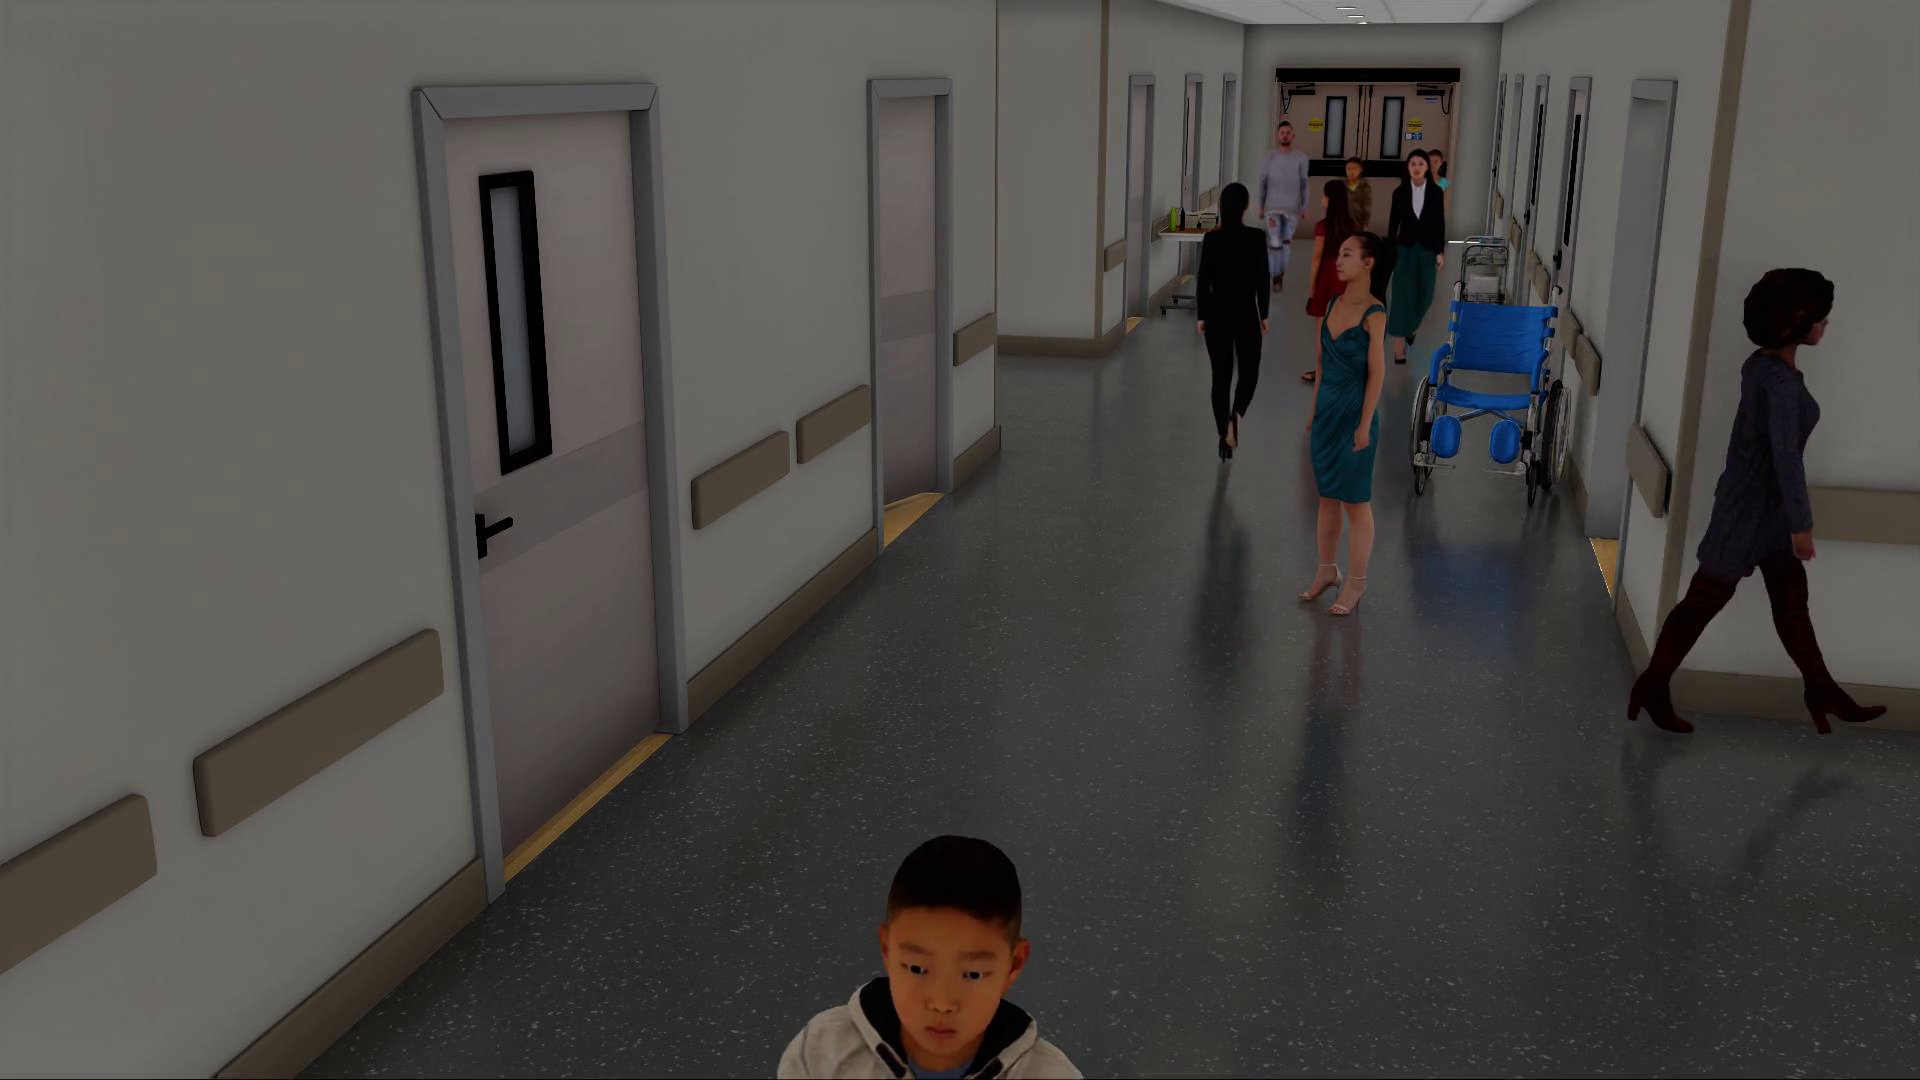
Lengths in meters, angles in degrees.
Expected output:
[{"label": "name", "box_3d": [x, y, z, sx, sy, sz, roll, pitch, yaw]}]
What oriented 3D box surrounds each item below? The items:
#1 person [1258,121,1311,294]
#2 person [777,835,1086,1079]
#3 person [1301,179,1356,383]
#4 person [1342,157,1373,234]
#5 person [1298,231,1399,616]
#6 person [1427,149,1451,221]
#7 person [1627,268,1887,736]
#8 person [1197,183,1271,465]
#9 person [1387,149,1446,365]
[{"label": "person", "box_3d": [3.493, -3.567, 17.980, 0.785, 1.792, 1.150, 2, 16, 7]}, {"label": "person", "box_3d": [-0.027, 1.042, 2.296, 0.601, 1.431, 0.976, 5, 17, 18]}, {"label": "person", "box_3d": [2.892, -1.999, 12.867, 0.688, 1.549, 0.747, -7, 17, -24]}, {"label": "person", "box_3d": [4.309, -3.473, 18.298, 0.597, 1.439, 0.642, 2, 16, 8]}, {"label": "person", "box_3d": [1.705, -0.509, 7.330, 0.685, 1.685, 0.607, -7, 17, -23]}, {"label": "person", "box_3d": [4.969, -3.351, 17.699, 0.675, 1.529, 1.084, 7, 17, 24]}, {"label": "person", "box_3d": [2.675, -0.084, 5.844, 0.728, 1.674, 1.024, 5, 17, 18]}, {"label": "person", "box_3d": [1.645, -1.284, 10.044, 0.589, 1.705, 0.703, 4, 16, 15]}, {"label": "person", "box_3d": [3.751, -2.318, 13.698, 0.675, 1.712, 1.064, 2, 16, 8]}]
